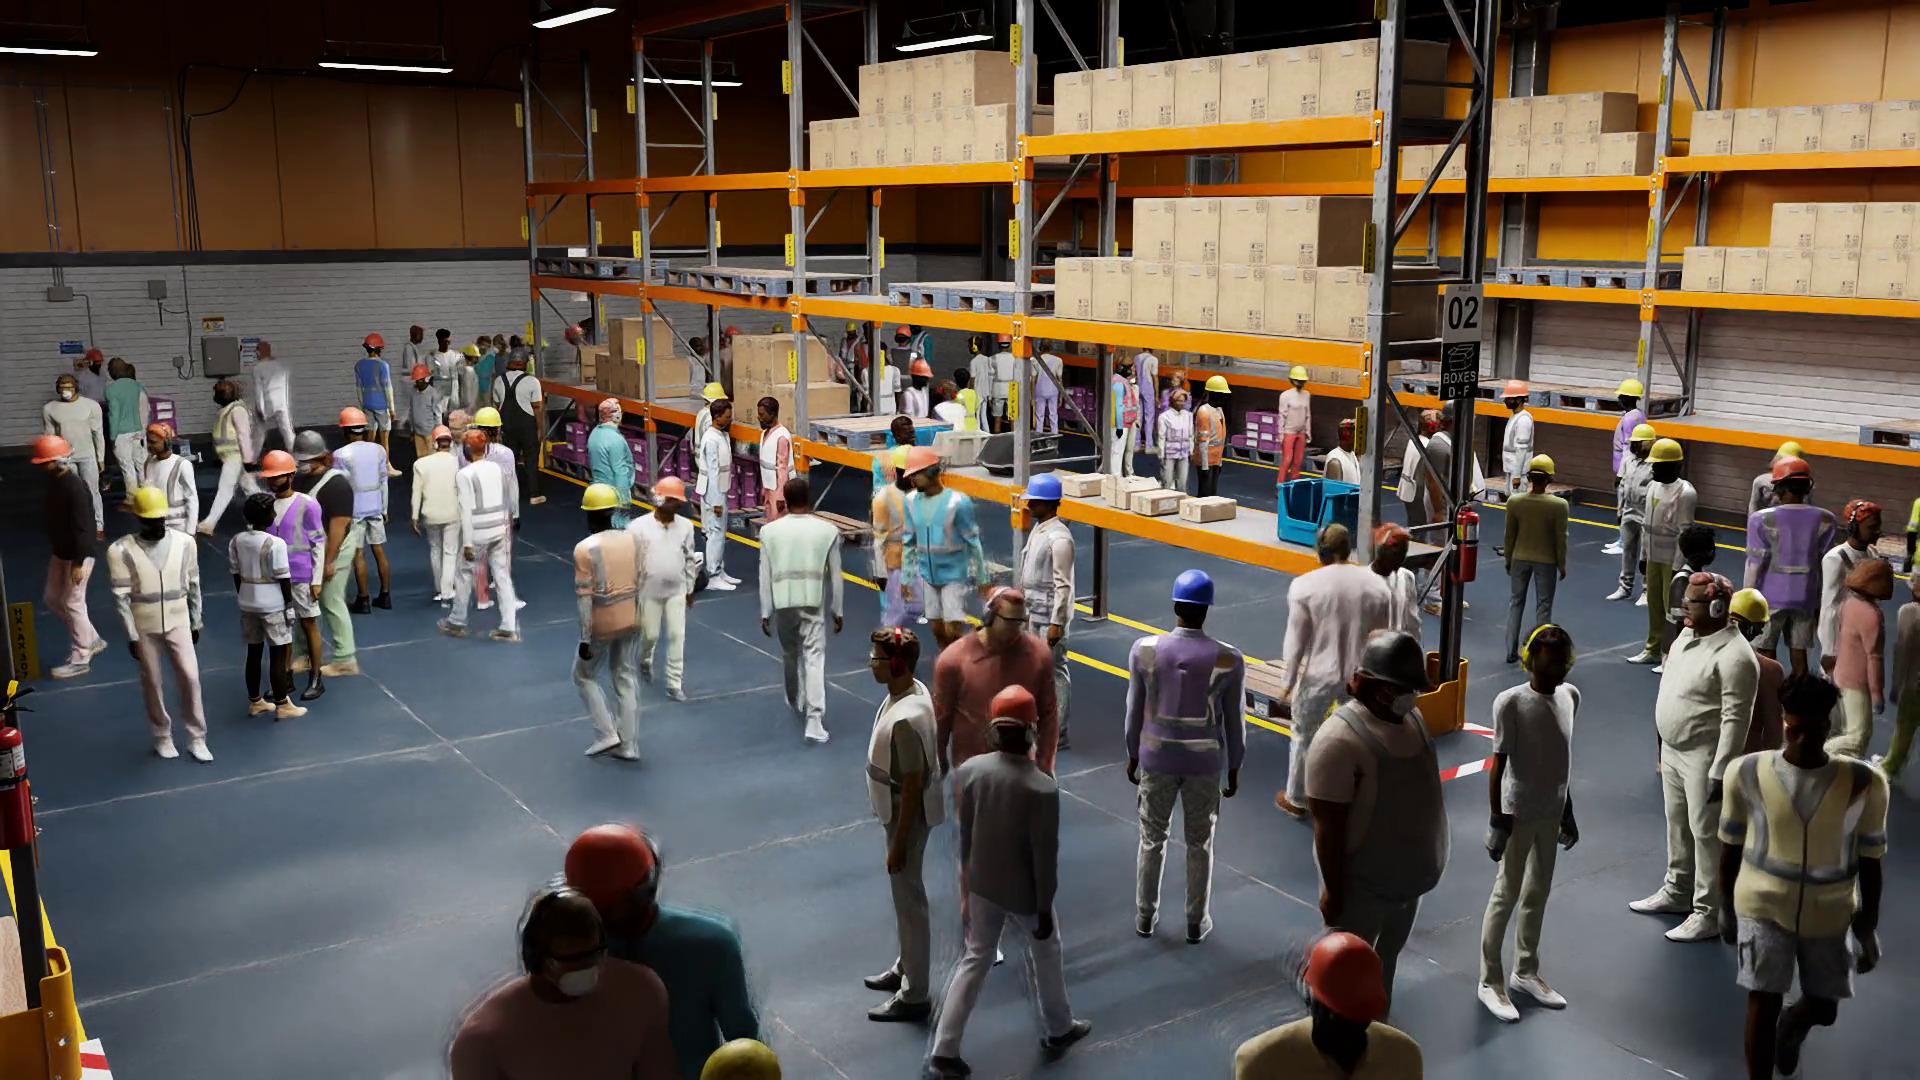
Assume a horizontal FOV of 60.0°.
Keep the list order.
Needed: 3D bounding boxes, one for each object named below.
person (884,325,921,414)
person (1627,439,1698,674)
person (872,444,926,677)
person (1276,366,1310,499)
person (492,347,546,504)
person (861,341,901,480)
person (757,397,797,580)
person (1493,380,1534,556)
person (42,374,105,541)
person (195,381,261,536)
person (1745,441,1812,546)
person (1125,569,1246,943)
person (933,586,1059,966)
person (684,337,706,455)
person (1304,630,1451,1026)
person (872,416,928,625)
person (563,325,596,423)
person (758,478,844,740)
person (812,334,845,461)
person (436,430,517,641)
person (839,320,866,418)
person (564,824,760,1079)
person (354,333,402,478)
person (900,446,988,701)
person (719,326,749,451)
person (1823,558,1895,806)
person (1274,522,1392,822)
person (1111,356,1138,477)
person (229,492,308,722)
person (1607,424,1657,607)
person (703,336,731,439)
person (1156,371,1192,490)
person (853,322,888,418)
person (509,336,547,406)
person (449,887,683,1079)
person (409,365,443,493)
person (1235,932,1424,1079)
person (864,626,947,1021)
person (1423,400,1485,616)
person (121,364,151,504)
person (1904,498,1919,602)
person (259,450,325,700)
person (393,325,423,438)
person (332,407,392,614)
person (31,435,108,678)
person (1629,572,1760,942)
[{"bbox_3d":[-0.880,-2.272,25.516,0.601,2.035,0.402,1,11,6],"label":"person"},{"bbox_3d":[5.715,0.128,13.526,0.399,1.918,0.584,-2,11,-11],"label":"person"},{"bbox_3d":[-0.456,0.165,13.350,0.450,1.904,0.622,9,14,38],"label":"person"},{"bbox_3d":[4.371,-1.392,21.707,0.534,1.761,0.344,-8,14,-35],"label":"person"},{"bbox_3d":[-5.649,-1.492,21.490,0.683,2.000,0.535,4,12,17],"label":"person"},{"bbox_3d":[-1.115,-1.805,23.277,0.603,1.967,0.367,-5,12,-26],"label":"person"},{"bbox_3d":[-1.848,-0.490,16.729,0.409,1.903,0.593,-5,12,-22],"label":"person"},{"bbox_3d":[6.041,-0.783,18.152,0.387,1.928,0.546,2,11,9],"label":"person"},{"bbox_3d":[-10.045,-0.929,18.907,0.623,1.932,0.367,-3,12,-16],"label":"person"},{"bbox_3d":[-8.559,-0.962,19.415,0.977,1.785,0.644,-8,13,-34],"label":"person"},{"bbox_3d":[7.340,-0.028,14.914,0.499,1.695,0.824,3,12,17],"label":"person"},{"bbox_3d":[1.144,1.107,8.478,0.613,1.933,0.418,2,11,11],"label":"person"},{"bbox_3d":[0.165,1.129,8.578,0.642,1.867,0.932,-4,12,-21],"label":"person"},{"bbox_3d":[-4.111,-2.233,25.810,0.338,1.839,0.505,6,13,29],"label":"person"},{"bbox_3d":[1.762,1.355,6.918,0.688,2.000,0.536,-10,15,-42],"label":"person"},{"bbox_3d":[-0.531,-0.168,15.018,0.596,1.920,0.380,-9,14,-38],"label":"person"},{"bbox_3d":[-6.065,-2.511,26.928,0.597,1.947,0.658,4,12,21],"label":"person"},{"bbox_3d":[-1.140,0.477,12.025,0.611,1.817,1.176,-1,11,-5],"label":"person"},{"bbox_3d":[-2.029,-2.169,25.257,0.686,1.917,0.507,1,11,5],"label":"person"},{"bbox_3d":[-4.266,-0.043,14.545,0.897,1.848,0.583,6,13,29],"label":"person"},{"bbox_3d":[-1.942,-3.062,30.092,0.590,1.824,0.403,6,12,27],"label":"person"},{"bbox_3d":[-0.915,1.754,5.167,0.655,1.940,0.837,-1,11,-3],"label":"person"},{"bbox_3d":[-8.255,-1.902,23.577,0.605,2.045,0.378,5,12,25],"label":"person"},{"bbox_3d":[-0.152,0.273,12.565,0.629,1.994,0.573,8,14,36],"label":"person"},{"bbox_3d":[-3.567,-2.396,26.339,0.639,1.950,0.764,-3,11,-15],"label":"person"},{"bbox_3d":[5.501,0.897,10.339,0.619,1.611,0.509,3,11,15],"label":"person"},{"bbox_3d":[2.231,0.836,9.951,0.724,1.879,0.924,-2,11,-9],"label":"person"},{"bbox_3d":[2.161,-1.544,22.276,0.430,1.841,0.624,2,11,9],"label":"person"},{"bbox_3d":[-5.100,0.490,12.228,0.541,1.695,0.316,5,12,24],"label":"person"},{"bbox_3d":[6.470,-0.239,15.838,0.323,1.743,0.489,-6,13,-30],"label":"person"},{"bbox_3d":[-3.812,-2.352,26.543,0.574,1.783,1.011,-1,11,-6],"label":"person"},{"bbox_3d":[2.919,-1.485,22.541,0.572,1.615,0.408,9,14,39],"label":"person"},{"bbox_3d":[-1.478,-2.631,27.509,0.607,1.966,0.373,3,12,16],"label":"person"},{"bbox_3d":[-6.821,-2.277,26.009,0.668,1.849,1.003,0,11,0],"label":"person"},{"bbox_3d":[-1.101,1.866,4.739,0.626,1.890,0.998,-10,15,-42],"label":"person"},{"bbox_3d":[-7.123,-1.468,22.142,0.565,1.739,0.345,7,13,31],"label":"person"},{"bbox_3d":[1.071,1.943,4.682,0.597,1.728,0.621,-2,11,-12],"label":"person"},{"bbox_3d":[-0.255,1.298,7.709,0.390,1.846,0.565,-1,11,-4],"label":"person"},{"bbox_3d":[4.604,-0.318,15.480,0.536,2.000,0.675,8,14,36],"label":"person"},{"bbox_3d":[-10.561,-1.340,21.221,0.429,1.841,0.634,-10,15,-43],"label":"person"},{"bbox_3d":[8.197,0.184,13.886,0.558,1.651,0.514,2,11,12],"label":"person"},{"bbox_3d":[-5.138,0.271,12.728,0.549,1.937,0.358,2,11,9],"label":"person"},{"bbox_3d":[-9.219,-2.645,27.842,0.539,1.868,0.796,-1,11,-4],"label":"person"},{"bbox_3d":[-5.604,-0.275,15.533,0.377,1.932,0.552,8,14,35],"label":"person"},{"bbox_3d":[-7.174,0.117,13.442,0.681,1.976,0.617,9,14,38],"label":"person"},{"bbox_3d":[3.777,1.102,8.557,0.407,1.908,0.641,-1,11,-4],"label":"person"}]
